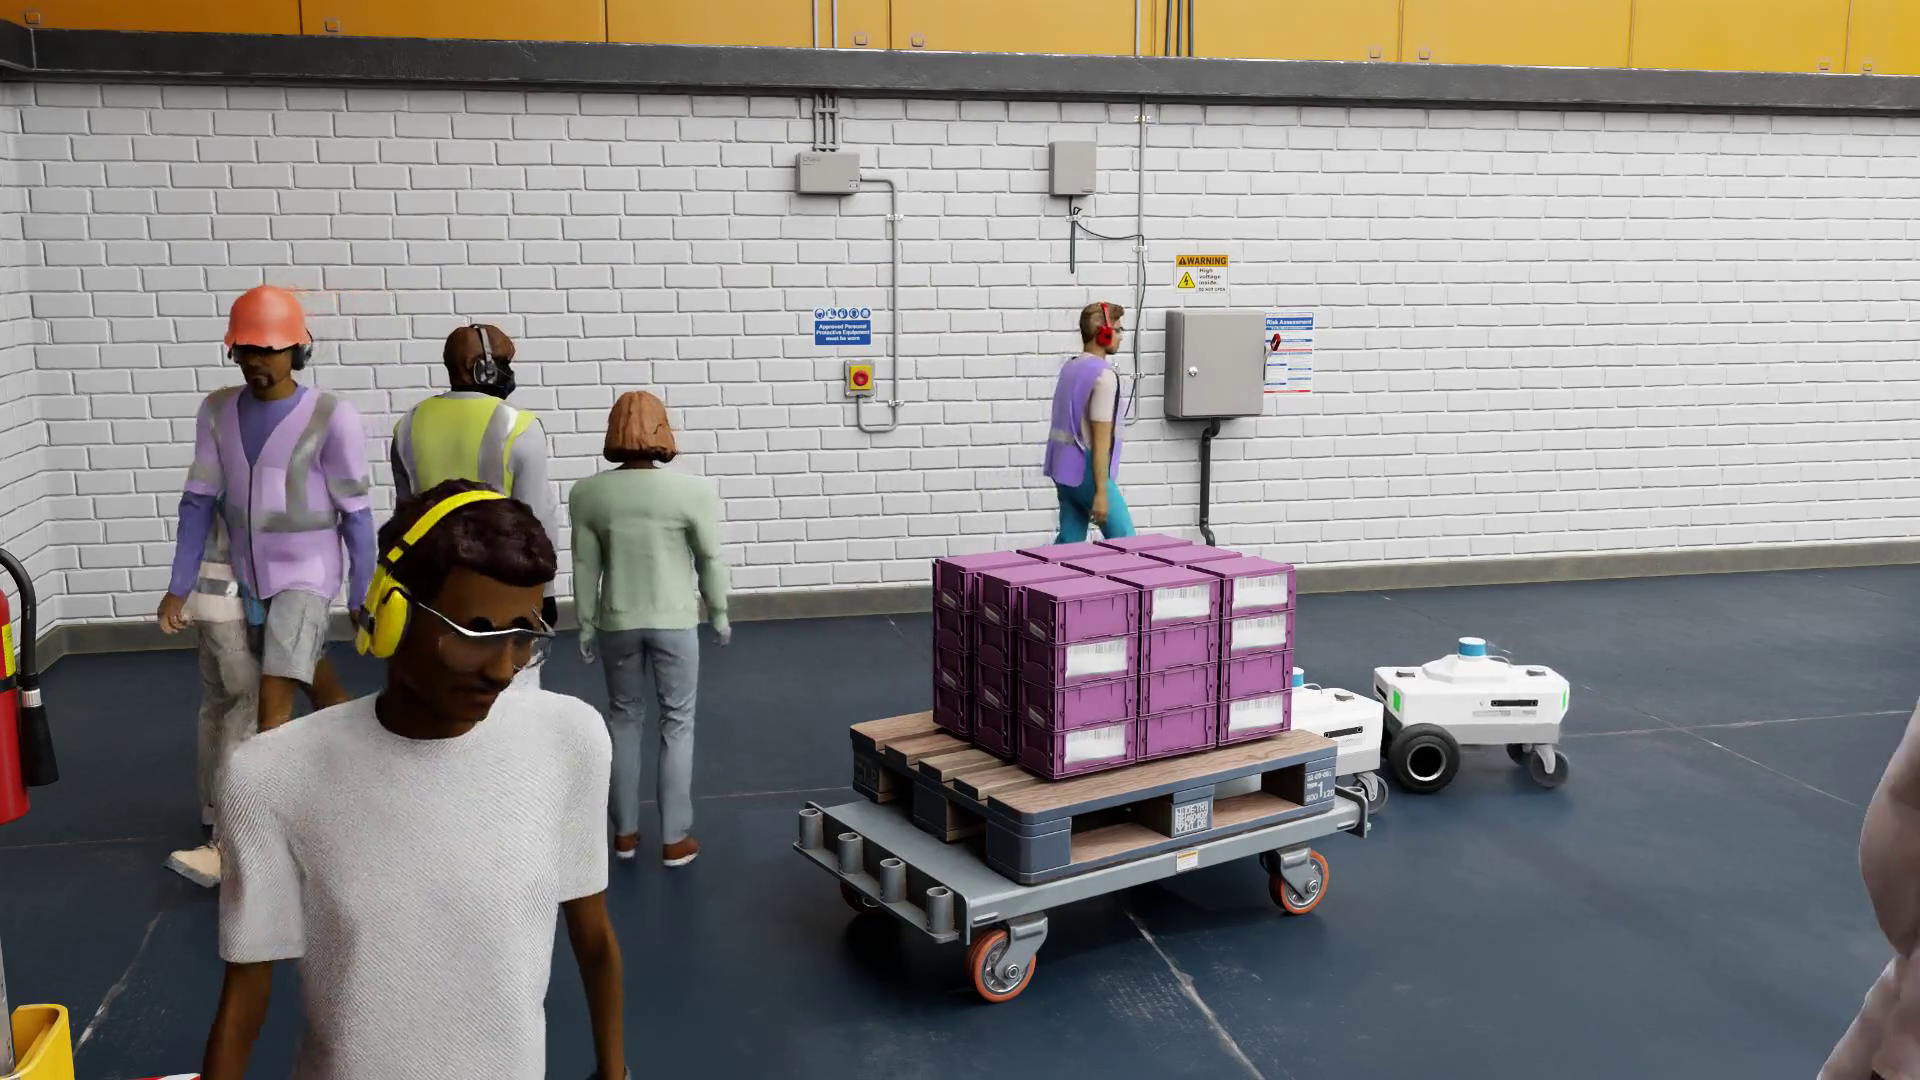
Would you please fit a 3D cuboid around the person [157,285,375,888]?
[{"bbox_3d":[-2.330,0.136,5.639,0.620,1.971,1.100,4,11,22],"label":"person"}]

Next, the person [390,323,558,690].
[{"bbox_3d":[-1.689,0.155,5.932,0.624,1.841,0.430,4,11,21],"label":"person"}]

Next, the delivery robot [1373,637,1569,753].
[{"bbox_3d":[2.018,0.630,6.582,0.707,0.478,0.477,0,11,0],"label":"delivery robot"}]

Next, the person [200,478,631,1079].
[{"bbox_3d":[-0.735,0.825,2.222,0.630,1.843,0.475,-5,11,-25],"label":"person"}]

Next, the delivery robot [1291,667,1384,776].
[{"bbox_3d":[1.212,0.712,6.143,0.707,0.478,0.477,-5,11,-27],"label":"delivery robot"}]

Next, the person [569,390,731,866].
[{"bbox_3d":[-1.059,0.304,5.678,0.513,1.629,0.344,1,10,6],"label":"person"}]

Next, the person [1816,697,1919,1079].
[{"bbox_3d":[1.561,0.713,2.699,0.719,1.880,0.687,6,12,30],"label":"person"}]

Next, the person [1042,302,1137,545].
[{"bbox_3d":[0.766,-0.289,8.440,0.817,1.811,0.608,-4,11,-20],"label":"person"}]

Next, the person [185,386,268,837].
[{"bbox_3d":[-2.570,0.264,5.921,0.350,1.618,0.528,-6,12,-29],"label":"person"}]
